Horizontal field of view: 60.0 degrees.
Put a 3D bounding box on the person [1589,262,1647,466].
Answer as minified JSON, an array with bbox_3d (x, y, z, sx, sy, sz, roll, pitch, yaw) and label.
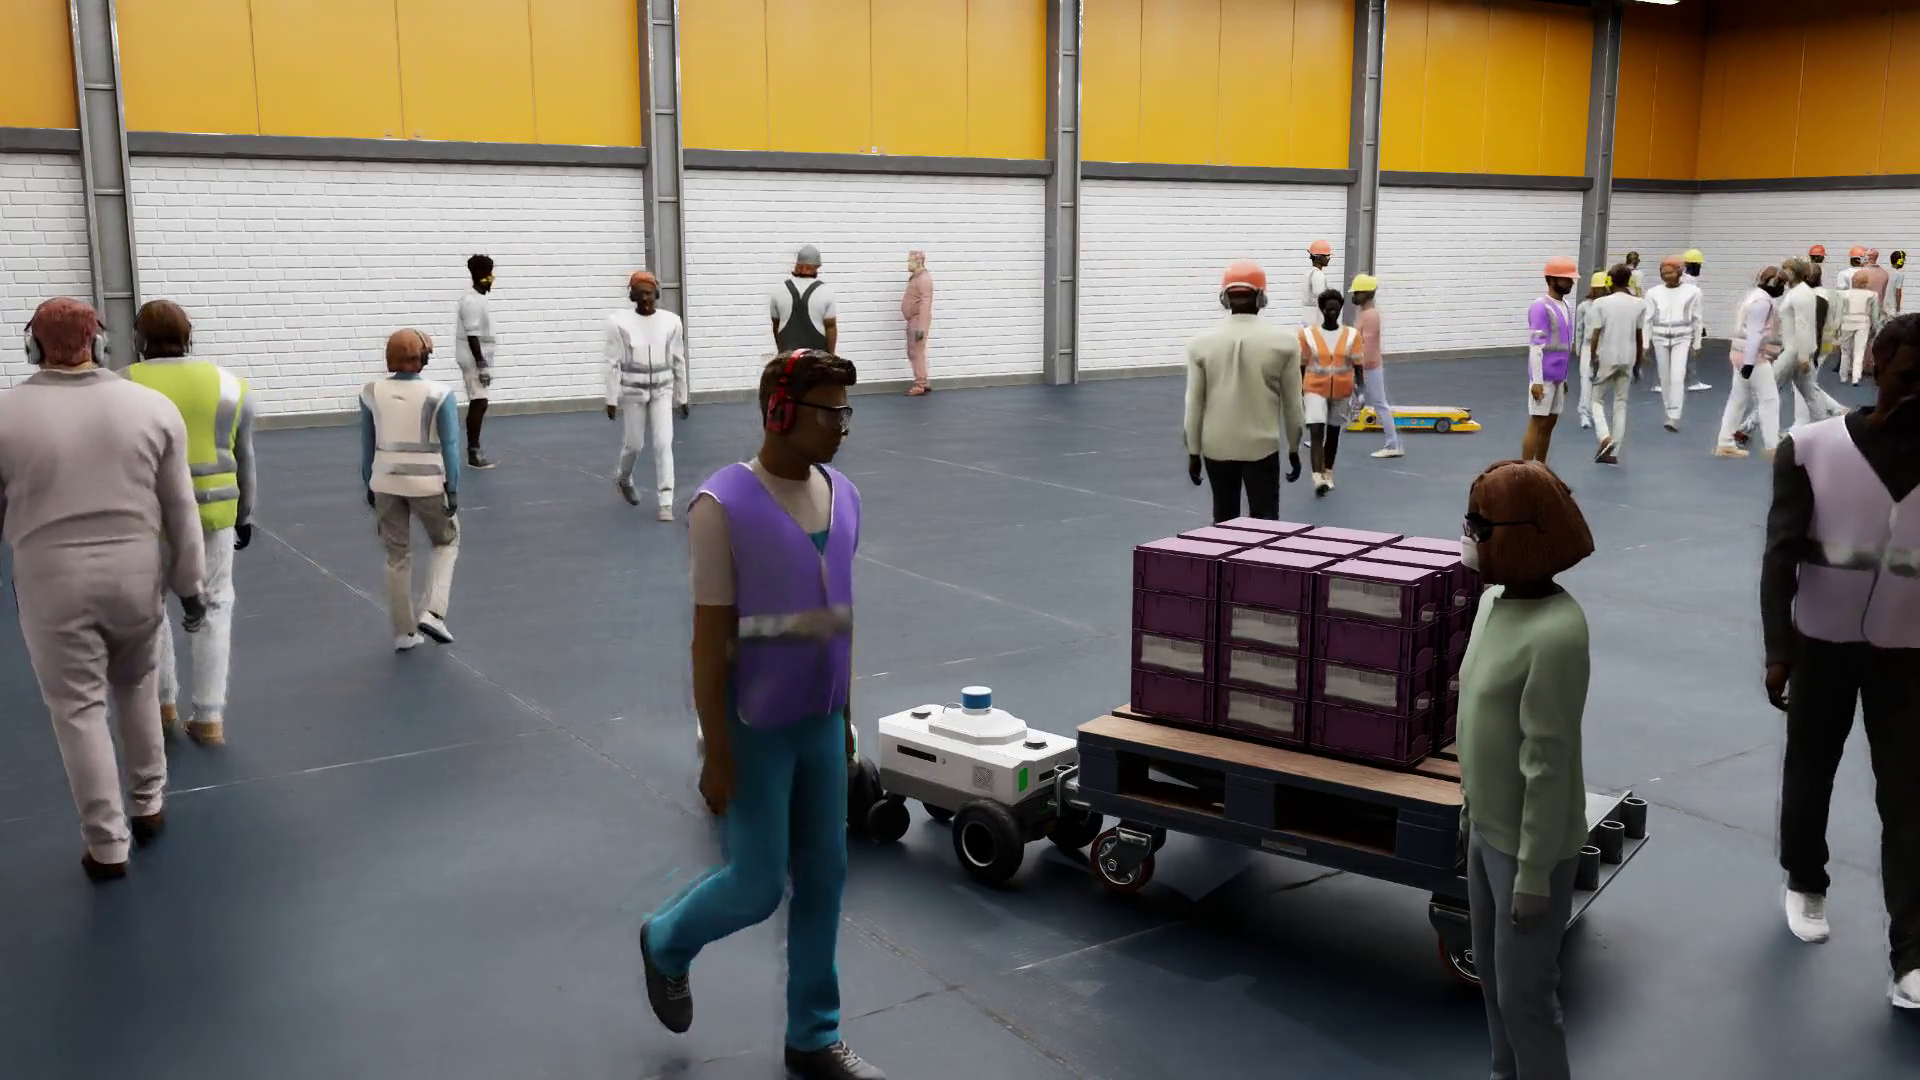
[{"bbox_3d":[5.964,-1.588,15.109,0.506,1.848,0.413,1,10,6],"label":"person"}]

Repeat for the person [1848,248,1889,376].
[{"bbox_3d":[13.531,-3.405,24.893,0.648,1.913,0.409,-5,11,-25],"label":"person"}]

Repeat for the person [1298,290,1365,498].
[{"bbox_3d":[2.968,-1.168,13.335,0.552,1.644,0.897,0,10,2],"label":"person"}]

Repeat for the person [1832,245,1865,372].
[{"bbox_3d":[13.680,-3.525,25.469,0.545,1.942,0.349,2,10,9],"label":"person"}]

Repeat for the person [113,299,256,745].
[{"bbox_3d":[-3.247,-0.077,6.893,0.645,1.818,0.635,-8,13,-37],"label":"person"}]

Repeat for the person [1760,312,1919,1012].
[{"bbox_3d":[2.526,0.322,4.606,0.604,1.858,0.966,3,11,16],"label":"person"}]

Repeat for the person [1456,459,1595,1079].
[{"bbox_3d":[1.164,0.638,3.519,0.280,1.624,0.493,0,10,0],"label":"person"}]

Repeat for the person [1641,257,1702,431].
[{"bbox_3d":[7.628,-2.097,17.883,0.600,1.845,0.913,6,12,31],"label":"person"}]

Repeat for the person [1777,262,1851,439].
[{"bbox_3d":[8.763,-1.917,16.972,0.633,1.826,0.648,4,11,20],"label":"person"}]

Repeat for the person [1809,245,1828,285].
[{"bbox_3d":[14.828,-4.155,28.934,0.361,1.938,0.546,3,11,16],"label":"person"}]

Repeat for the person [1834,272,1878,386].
[{"bbox_3d":[12.582,-2.966,23.359,0.536,1.594,0.876,5,12,28],"label":"person"}]

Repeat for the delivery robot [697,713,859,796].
[{"bbox_3d":[-0.655,0.693,5.890,0.477,0.478,0.707,-7,12,-31],"label":"delivery robot"}]

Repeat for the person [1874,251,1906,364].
[{"bbox_3d":[14.937,-3.711,26.728,0.333,1.863,0.520,-2,10,-9],"label":"person"}]

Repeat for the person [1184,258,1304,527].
[{"bbox_3d":[1.473,-0.489,8.750,0.620,1.972,0.712,4,11,22],"label":"person"}]

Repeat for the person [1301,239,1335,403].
[{"bbox_3d":[4.426,-2.690,20.611,0.373,2.042,0.614,-1,10,-4],"label":"person"}]

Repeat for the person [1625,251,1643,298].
[{"bbox_3d":[11.175,-3.900,27.822,0.339,1.840,0.509,-4,11,-23],"label":"person"}]

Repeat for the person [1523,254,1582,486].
[{"bbox_3d":[4.813,-1.341,13.507,0.373,1.934,0.551,9,14,42],"label":"person"}]

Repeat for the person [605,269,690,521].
[{"bbox_3d":[-2.354,-1.096,12.437,0.623,1.852,0.863,-4,11,-21],"label":"person"}]

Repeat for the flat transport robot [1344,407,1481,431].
[{"bbox_3d":[4.826,-1.316,17.941,1.431,0.197,0.652,1,10,6],"label":"flat transport robot"}]

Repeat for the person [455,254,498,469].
[{"bbox_3d":[-4.372,-1.623,15.105,0.401,1.930,0.791,-2,10,-9],"label":"person"}]

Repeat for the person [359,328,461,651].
[{"bbox_3d":[-2.753,-0.244,8.357,0.530,1.628,0.361,0,10,1],"label":"person"}]

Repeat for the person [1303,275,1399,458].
[{"bbox_3d":[3.740,-1.619,15.610,0.895,1.712,0.547,0,10,-1],"label":"person"}]

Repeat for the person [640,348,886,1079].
[{"bbox_3d":[-0.486,0.436,4.093,0.619,1.822,0.582,7,13,35],"label":"person"}]

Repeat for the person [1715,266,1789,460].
[{"bbox_3d":[7.556,-1.649,15.585,0.819,1.796,0.693,3,11,18],"label":"person"}]

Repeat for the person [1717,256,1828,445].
[{"bbox_3d":[8.084,-1.828,16.323,1.049,1.868,0.654,6,12,29],"label":"person"}]

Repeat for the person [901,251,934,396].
[{"bbox_3d":[-0.561,-2.829,21.847,0.449,1.889,0.729,-3,11,-15],"label":"person"}]

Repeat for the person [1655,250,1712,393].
[{"bbox_3d":[9.685,-2.881,22.038,0.893,1.894,0.588,1,10,7],"label":"person"}]

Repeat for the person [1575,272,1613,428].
[{"bbox_3d":[7.014,-2.090,18.283,0.494,1.693,0.897,3,11,17],"label":"person"}]

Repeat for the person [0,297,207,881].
[{"bbox_3d":[-2.907,0.148,5.509,0.675,1.878,0.731,-9,13,-40],"label":"person"}]

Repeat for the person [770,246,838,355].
[{"bbox_3d":[-1.488,-1.884,16.203,0.693,2.000,1.006,2,11,10],"label":"person"}]

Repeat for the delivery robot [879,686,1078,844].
[{"bbox_3d":[0.055,0.740,5.636,0.707,0.478,0.477,9,14,41],"label":"delivery robot"}]
